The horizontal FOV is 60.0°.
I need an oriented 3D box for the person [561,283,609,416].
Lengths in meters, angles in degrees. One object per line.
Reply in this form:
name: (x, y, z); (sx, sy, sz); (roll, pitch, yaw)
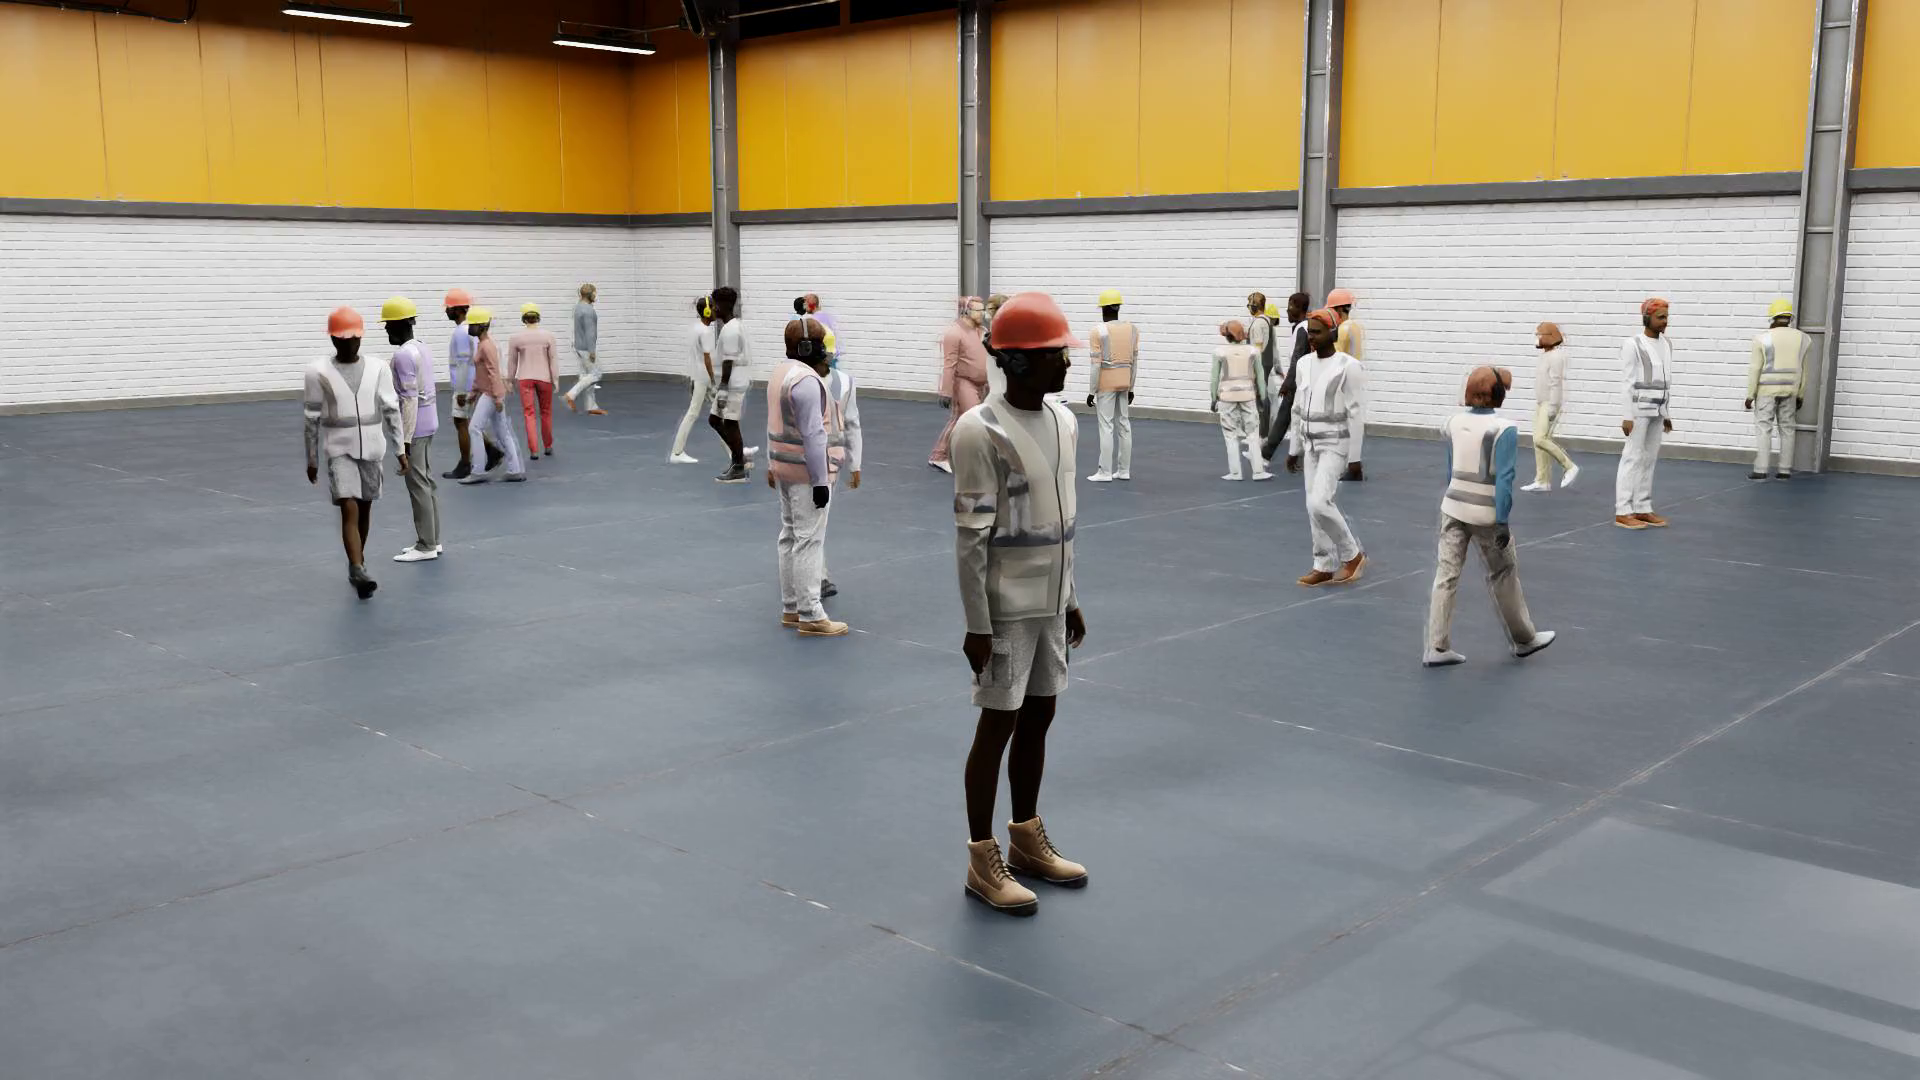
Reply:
person: (-5.381, -2.712, 23.793); (0.589, 1.924, 0.649); (-4, 10, -22)

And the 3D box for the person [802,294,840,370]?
person: (-1.855, -2.479, 22.819); (0.878, 1.785, 0.607); (2, 9, 10)

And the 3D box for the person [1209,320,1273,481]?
person: (2.816, -1.384, 16.635); (0.648, 1.608, 0.315); (0, 9, -1)

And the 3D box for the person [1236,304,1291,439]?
person: (3.800, -2.115, 20.869); (0.918, 1.687, 0.485); (4, 10, 22)

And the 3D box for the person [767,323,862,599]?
person: (-0.943, -0.527, 10.886); (0.603, 1.772, 0.967); (-4, 10, -24)

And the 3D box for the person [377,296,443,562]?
person: (-4.000, -0.802, 12.086); (0.385, 1.922, 0.594); (-1, 9, -5)

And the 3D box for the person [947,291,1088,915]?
person: (0.228, 0.204, 5.548); (0.372, 2.043, 0.615); (7, 12, 37)

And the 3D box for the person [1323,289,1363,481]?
person: (3.756, -1.543, 16.675); (0.738, 1.908, 0.587); (5, 10, 26)

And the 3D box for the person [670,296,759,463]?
person: (-2.721, -1.737, 18.129); (0.994, 1.818, 0.551); (-2, 9, -11)

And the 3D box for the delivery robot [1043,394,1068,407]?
delivery robot: (1.095, -1.847, 22.396); (0.707, 0.478, 0.477); (6, 11, 32)

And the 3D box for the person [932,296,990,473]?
person: (0.080, -1.562, 17.018); (1.006, 1.860, 0.662); (6, 11, 32)

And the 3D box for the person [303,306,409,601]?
person: (-3.901, -0.566, 10.777); (0.561, 1.869, 1.037); (-7, 11, -35)

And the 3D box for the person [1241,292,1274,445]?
person: (3.589, -2.055, 20.028); (0.344, 1.841, 0.506); (4, 10, 24)

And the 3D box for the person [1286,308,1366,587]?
person: (2.400, -0.594, 11.004); (0.408, 1.870, 0.573); (-4, 10, -25)

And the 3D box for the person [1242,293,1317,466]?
person: (3.554, -1.675, 17.626); (1.012, 1.864, 0.599); (1, 9, 6)

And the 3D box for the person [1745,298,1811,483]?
person: (8.110, -1.481, 16.533); (0.598, 1.829, 0.403); (0, 9, -1)

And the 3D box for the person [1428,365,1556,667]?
person: (2.849, -0.129, 8.911); (0.807, 1.599, 0.541); (-5, 10, -28)

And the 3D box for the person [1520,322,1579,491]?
person: (5.610, -1.257, 15.793); (0.420, 1.617, 0.523); (0, 9, 0)

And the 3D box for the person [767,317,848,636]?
person: (-0.886, -0.367, 9.675); (0.429, 1.844, 0.627); (-4, 10, -22)

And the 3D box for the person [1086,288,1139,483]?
person: (1.506, -1.532, 16.552); (0.587, 1.928, 0.364); (-6, 11, -34)

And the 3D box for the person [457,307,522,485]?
person: (-4.686, -1.403, 16.336); (0.747, 1.744, 0.521); (-2, 10, -15)

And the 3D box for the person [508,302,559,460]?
person: (-4.784, -1.785, 18.654); (0.550, 1.733, 0.731); (-3, 10, -15)

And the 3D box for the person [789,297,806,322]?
person: (-2.449, -2.880, 25.537); (0.319, 1.693, 0.532); (-6, 11, -31)

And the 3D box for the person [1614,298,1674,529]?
person: (5.619, -1.034, 13.626); (0.584, 1.883, 0.338); (-6, 11, -33)

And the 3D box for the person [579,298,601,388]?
person: (-6.616, -3.502, 29.521); (0.280, 1.636, 0.498); (-8, 12, -40)

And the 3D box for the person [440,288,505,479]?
person: (-4.966, -1.569, 16.778); (0.523, 1.927, 0.560); (-1, 9, -5)

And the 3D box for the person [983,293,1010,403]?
person: (0.464, -1.342, 15.458); (0.895, 1.912, 0.632); (1, 9, 5)

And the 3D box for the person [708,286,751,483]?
person: (-2.300, -1.531, 16.473); (0.424, 1.952, 0.619); (-2, 9, -9)
